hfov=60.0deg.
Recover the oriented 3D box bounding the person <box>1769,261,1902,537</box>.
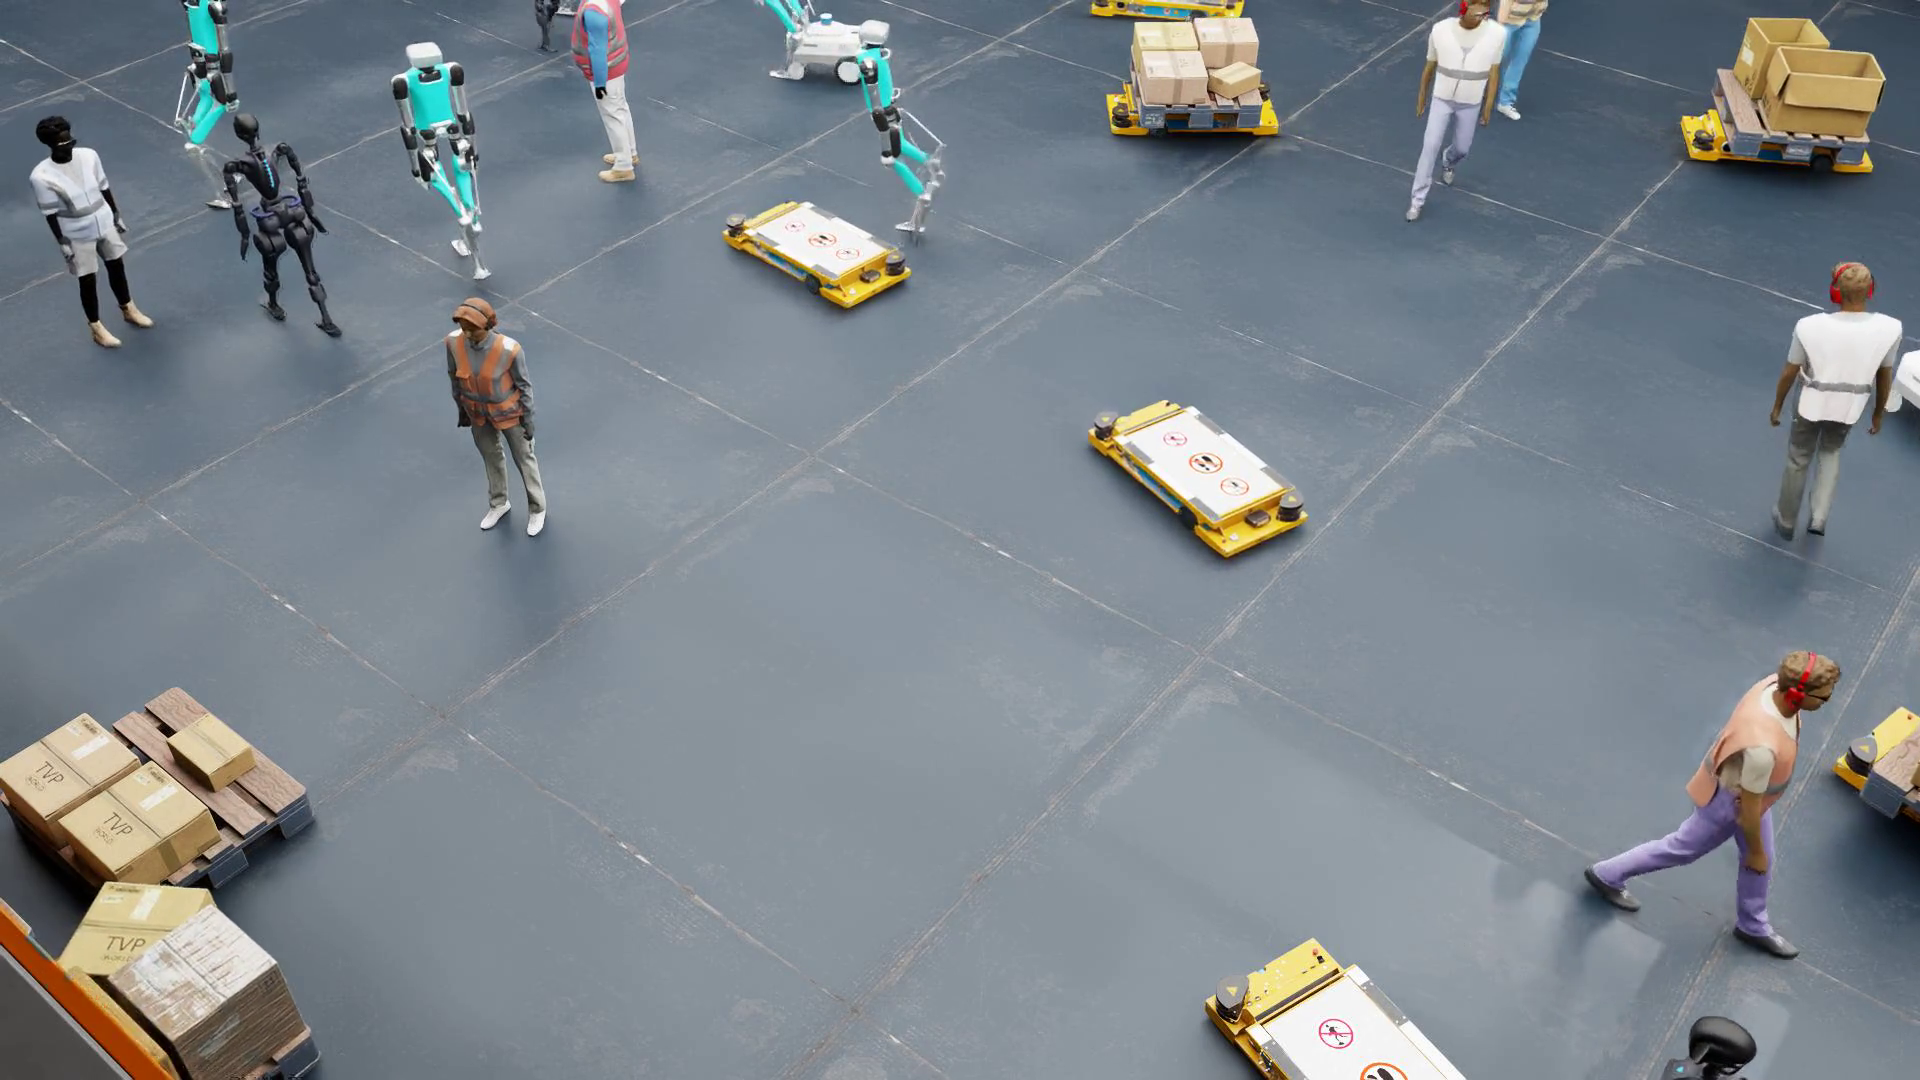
[{"bbox_3d":[5.096,-0.777,9.803,0.649,1.806,0.478,8,41,9],"label":"person"}]

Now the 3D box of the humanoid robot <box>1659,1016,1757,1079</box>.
[{"bbox_3d":[2.677,2.334,6.274,0.479,1.642,0.608,16,43,17],"label":"humanoid robot"}]

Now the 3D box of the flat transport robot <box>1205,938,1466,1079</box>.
[{"bbox_3d":[1.778,2.383,7.275,0.659,0.231,1.431,-22,45,-24],"label":"flat transport robot"}]

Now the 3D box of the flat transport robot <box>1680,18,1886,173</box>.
[{"bbox_3d":[6.900,-3.381,14.055,1.431,0.231,0.659,7,41,8],"label":"flat transport robot"}]

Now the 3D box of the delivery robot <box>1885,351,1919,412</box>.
[{"bbox_3d":[6.516,-0.929,10.945,0.499,0.589,0.785,-11,42,-13],"label":"delivery robot"}]

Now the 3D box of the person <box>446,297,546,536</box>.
[{"bbox_3d":[-2.751,-0.738,9.886,0.513,1.640,0.308,9,41,11],"label":"person"}]

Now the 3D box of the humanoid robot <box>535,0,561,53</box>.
[{"bbox_3d":[-3.871,-5.381,15.375,0.610,1.658,0.710,-29,48,-30],"label":"humanoid robot"}]

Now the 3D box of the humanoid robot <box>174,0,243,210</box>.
[{"bbox_3d":[-6.013,-3.475,13.030,0.585,1.766,0.885,29,48,30],"label":"humanoid robot"}]

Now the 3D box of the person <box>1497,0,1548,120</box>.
[{"bbox_3d":[4.777,-4.546,14.318,0.506,1.690,0.691,-14,42,-16],"label":"person"}]

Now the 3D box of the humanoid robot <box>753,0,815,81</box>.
[{"bbox_3d":[-1.543,-4.905,14.709,0.752,1.756,0.539,29,48,30],"label":"humanoid robot"}]

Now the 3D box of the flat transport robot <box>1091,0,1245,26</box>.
[{"bbox_3d":[2.051,-5.296,16.308,1.431,0.231,0.659,9,41,10],"label":"flat transport robot"}]

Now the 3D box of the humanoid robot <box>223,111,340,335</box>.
[{"bbox_3d":[-4.784,-2.227,11.637,0.746,1.626,0.609,32,50,32],"label":"humanoid robot"}]

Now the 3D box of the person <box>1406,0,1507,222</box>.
[{"bbox_3d":[3.845,-3.426,12.909,0.582,1.813,0.749,10,41,12],"label":"person"}]

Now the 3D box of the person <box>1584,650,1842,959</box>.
[{"bbox_3d":[3.504,1.161,7.532,0.979,1.791,0.563,26,47,27],"label":"person"}]

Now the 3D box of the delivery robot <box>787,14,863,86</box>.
[{"bbox_3d":[-1.201,-4.492,15.120,0.739,0.566,0.499,4,41,4],"label":"delivery robot"}]

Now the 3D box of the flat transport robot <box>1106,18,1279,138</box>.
[{"bbox_3d":[2.017,-3.759,14.500,1.431,0.231,0.659,0,40,0],"label":"flat transport robot"}]

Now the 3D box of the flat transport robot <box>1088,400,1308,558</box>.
[{"bbox_3d":[1.498,-0.444,10.600,0.659,0.231,1.431,-22,45,-24],"label":"flat transport robot"}]

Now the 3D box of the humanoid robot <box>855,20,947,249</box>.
[{"bbox_3d":[-0.375,-2.987,12.530,0.763,1.871,0.538,2,40,3],"label":"humanoid robot"}]

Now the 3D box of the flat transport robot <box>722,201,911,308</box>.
[{"bbox_3d":[-1.107,-2.219,12.688,1.431,0.231,0.659,32,50,32],"label":"flat transport robot"}]

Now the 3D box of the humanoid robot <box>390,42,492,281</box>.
[{"bbox_3d":[-3.659,-2.668,12.130,0.542,1.781,1.034,-25,46,-26],"label":"humanoid robot"}]

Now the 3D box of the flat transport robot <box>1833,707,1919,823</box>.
[{"bbox_3d":[5.291,1.394,8.438,0.659,0.231,1.431,-27,47,-28],"label":"flat transport robot"}]

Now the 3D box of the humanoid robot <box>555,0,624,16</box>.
[{"bbox_3d":[-3.570,-5.866,15.853,0.926,1.762,0.596,-5,41,-5],"label":"humanoid robot"}]

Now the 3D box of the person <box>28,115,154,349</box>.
[{"bbox_3d":[-6.035,-2.147,11.502,0.318,1.691,0.538,21,44,22],"label":"person"}]

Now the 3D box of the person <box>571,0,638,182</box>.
[{"bbox_3d":[-2.862,-3.775,13.316,0.431,1.838,0.629,-1,40,-2],"label":"person"}]
